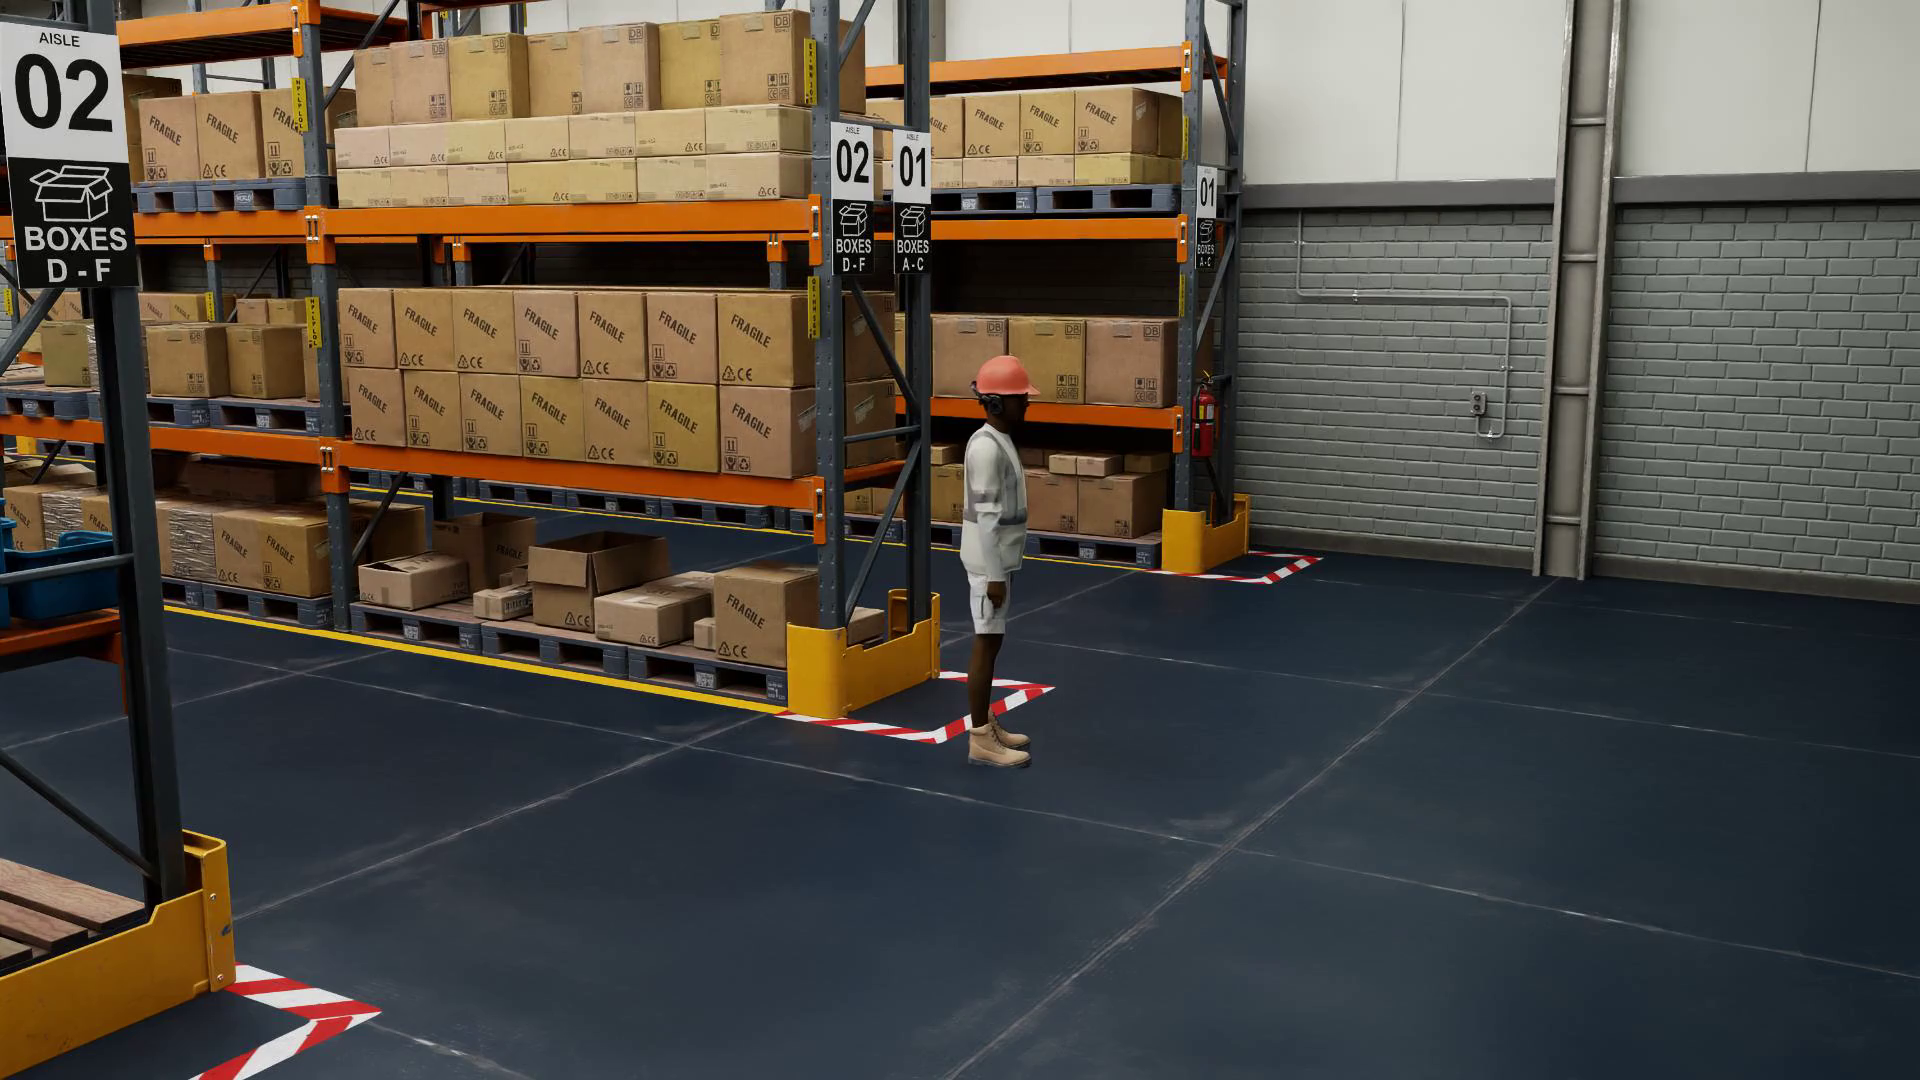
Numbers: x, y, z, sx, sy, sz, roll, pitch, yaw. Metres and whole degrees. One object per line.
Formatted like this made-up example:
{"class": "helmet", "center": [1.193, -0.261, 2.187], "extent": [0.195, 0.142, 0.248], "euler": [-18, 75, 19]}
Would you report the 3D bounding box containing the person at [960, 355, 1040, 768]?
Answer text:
{"class": "person", "center": [0.198, 0.103, 8.327], "extent": [0.387, 2.045, 0.605], "euler": [1, 10, 6]}
